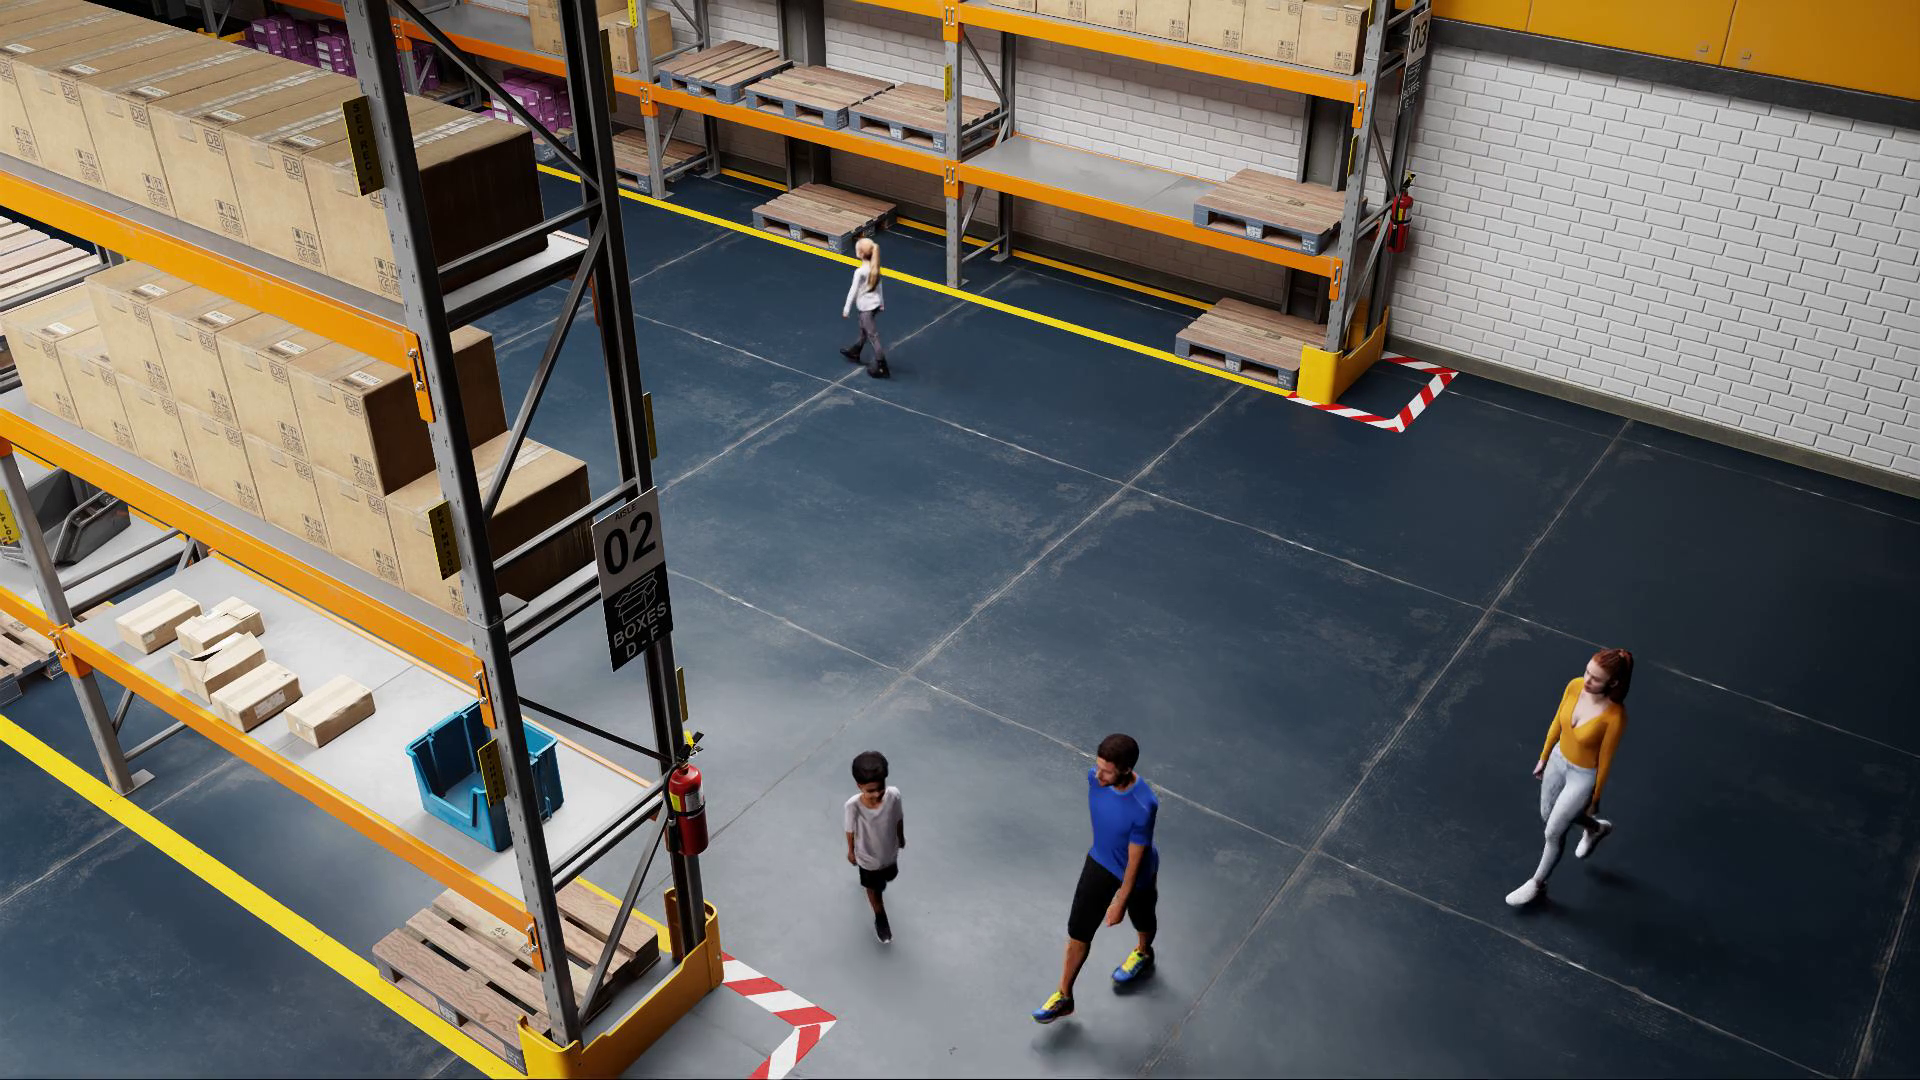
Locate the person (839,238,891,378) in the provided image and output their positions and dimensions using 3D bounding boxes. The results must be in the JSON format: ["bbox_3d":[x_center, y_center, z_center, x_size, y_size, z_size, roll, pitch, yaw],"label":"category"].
[{"bbox_3d":[-0.749,-2.023,14.634,0.832,1.255,0.540,17,37,23],"label":"person"}]

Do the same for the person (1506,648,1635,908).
[{"bbox_3d":[3.473,1.291,9.217,0.953,1.732,1.015,-14,36,-20],"label":"person"}]

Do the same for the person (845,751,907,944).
[{"bbox_3d":[-0.485,1.621,9.160,0.738,1.245,0.820,-10,35,-14],"label":"person"}]

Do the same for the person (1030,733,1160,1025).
[{"bbox_3d":[0.899,1.655,8.589,0.809,1.821,1.093,-27,42,-34],"label":"person"}]
